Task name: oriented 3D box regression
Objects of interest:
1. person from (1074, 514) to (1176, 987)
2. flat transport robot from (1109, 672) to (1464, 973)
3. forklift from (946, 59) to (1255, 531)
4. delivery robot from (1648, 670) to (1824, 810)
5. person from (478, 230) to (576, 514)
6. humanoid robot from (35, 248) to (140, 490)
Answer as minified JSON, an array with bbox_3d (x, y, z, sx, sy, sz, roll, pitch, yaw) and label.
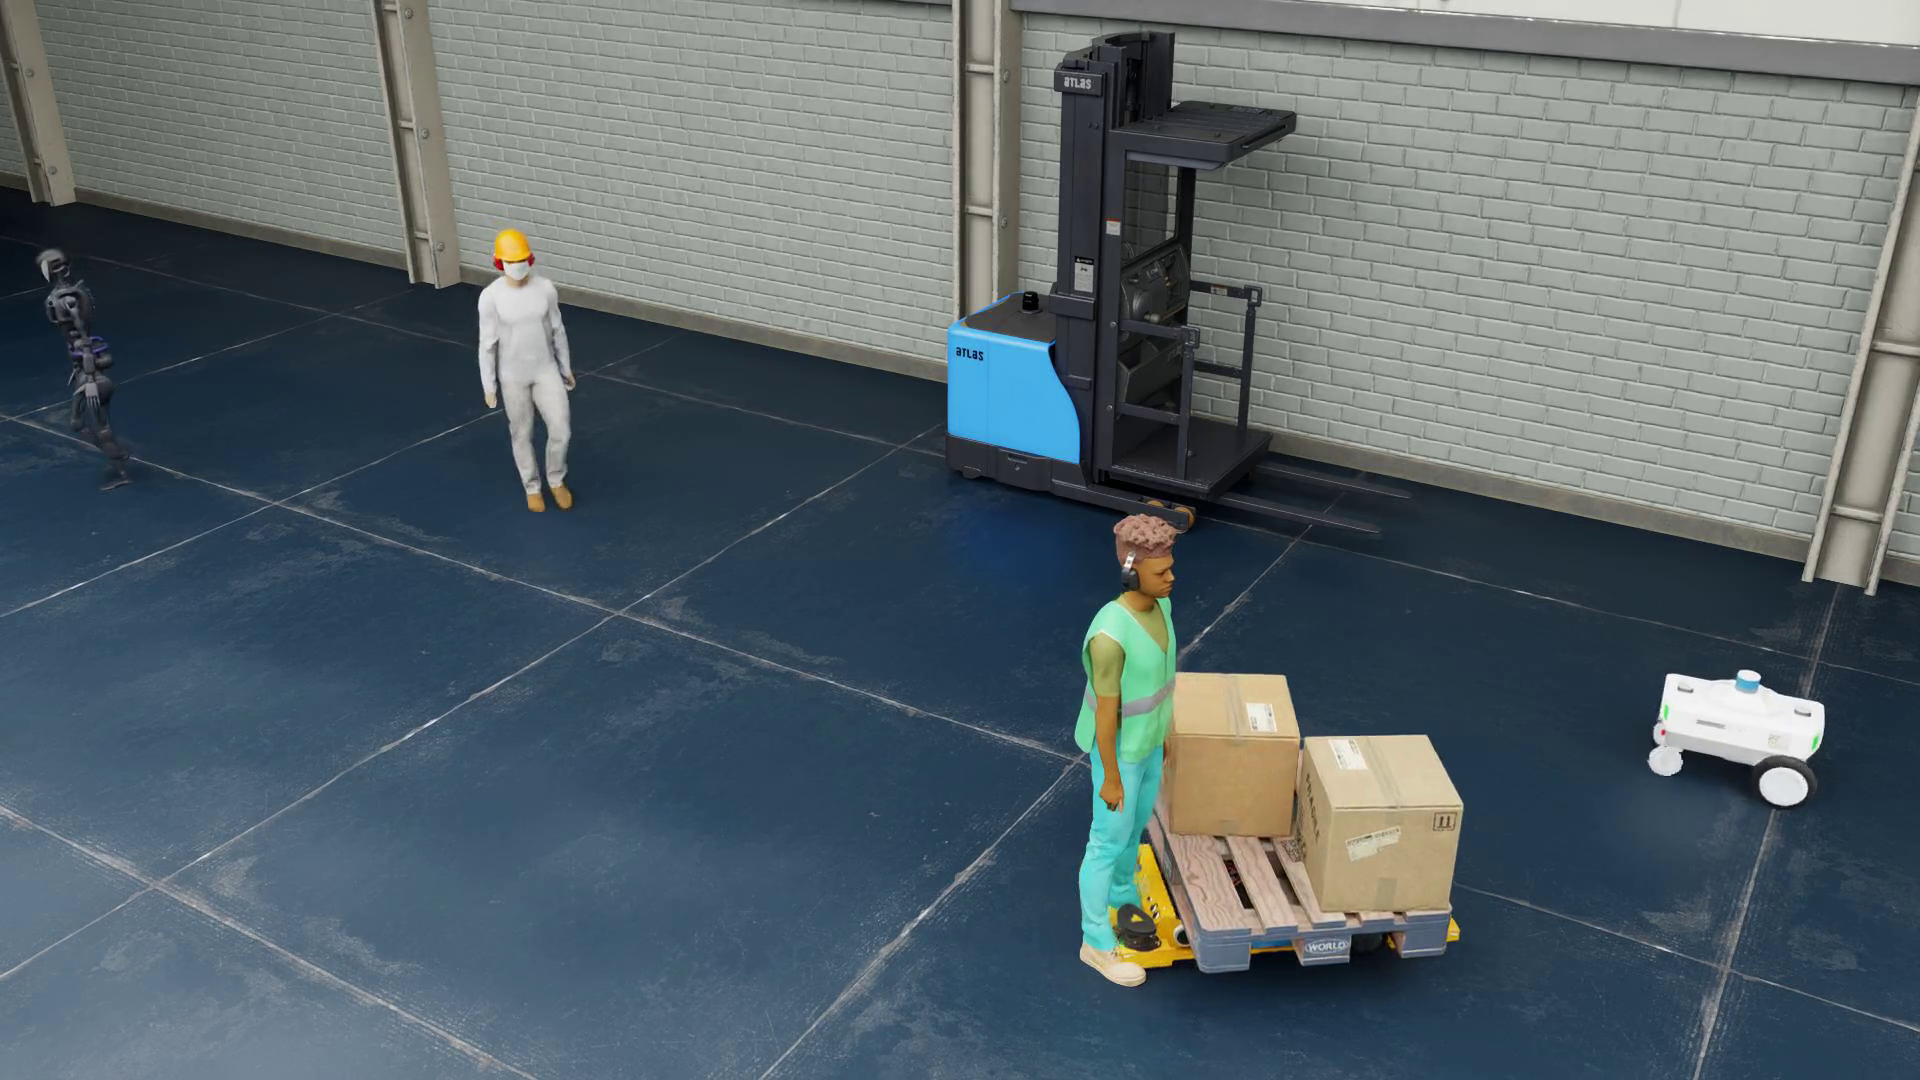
[{"bbox_3d":[0.665,0.811,6.548,0.405,1.979,0.483,14,29,28],"label":"person"},{"bbox_3d":[1.324,1.497,7.091,1.431,0.231,0.659,-3,25,-6],"label":"flat transport robot"},{"bbox_3d":[0.933,-1.707,10.833,1.873,2.768,1.129,15,29,28],"label":"forklift"},{"bbox_3d":[3.750,0.912,7.998,0.802,0.598,0.499,11,28,22],"label":"delivery robot"},{"bbox_3d":[-2.740,-1.046,10.581,0.610,1.880,0.516,-13,28,-25],"label":"person"},{"bbox_3d":[-5.766,-1.114,10.972,0.328,1.647,0.616,-17,30,-32],"label":"humanoid robot"}]
